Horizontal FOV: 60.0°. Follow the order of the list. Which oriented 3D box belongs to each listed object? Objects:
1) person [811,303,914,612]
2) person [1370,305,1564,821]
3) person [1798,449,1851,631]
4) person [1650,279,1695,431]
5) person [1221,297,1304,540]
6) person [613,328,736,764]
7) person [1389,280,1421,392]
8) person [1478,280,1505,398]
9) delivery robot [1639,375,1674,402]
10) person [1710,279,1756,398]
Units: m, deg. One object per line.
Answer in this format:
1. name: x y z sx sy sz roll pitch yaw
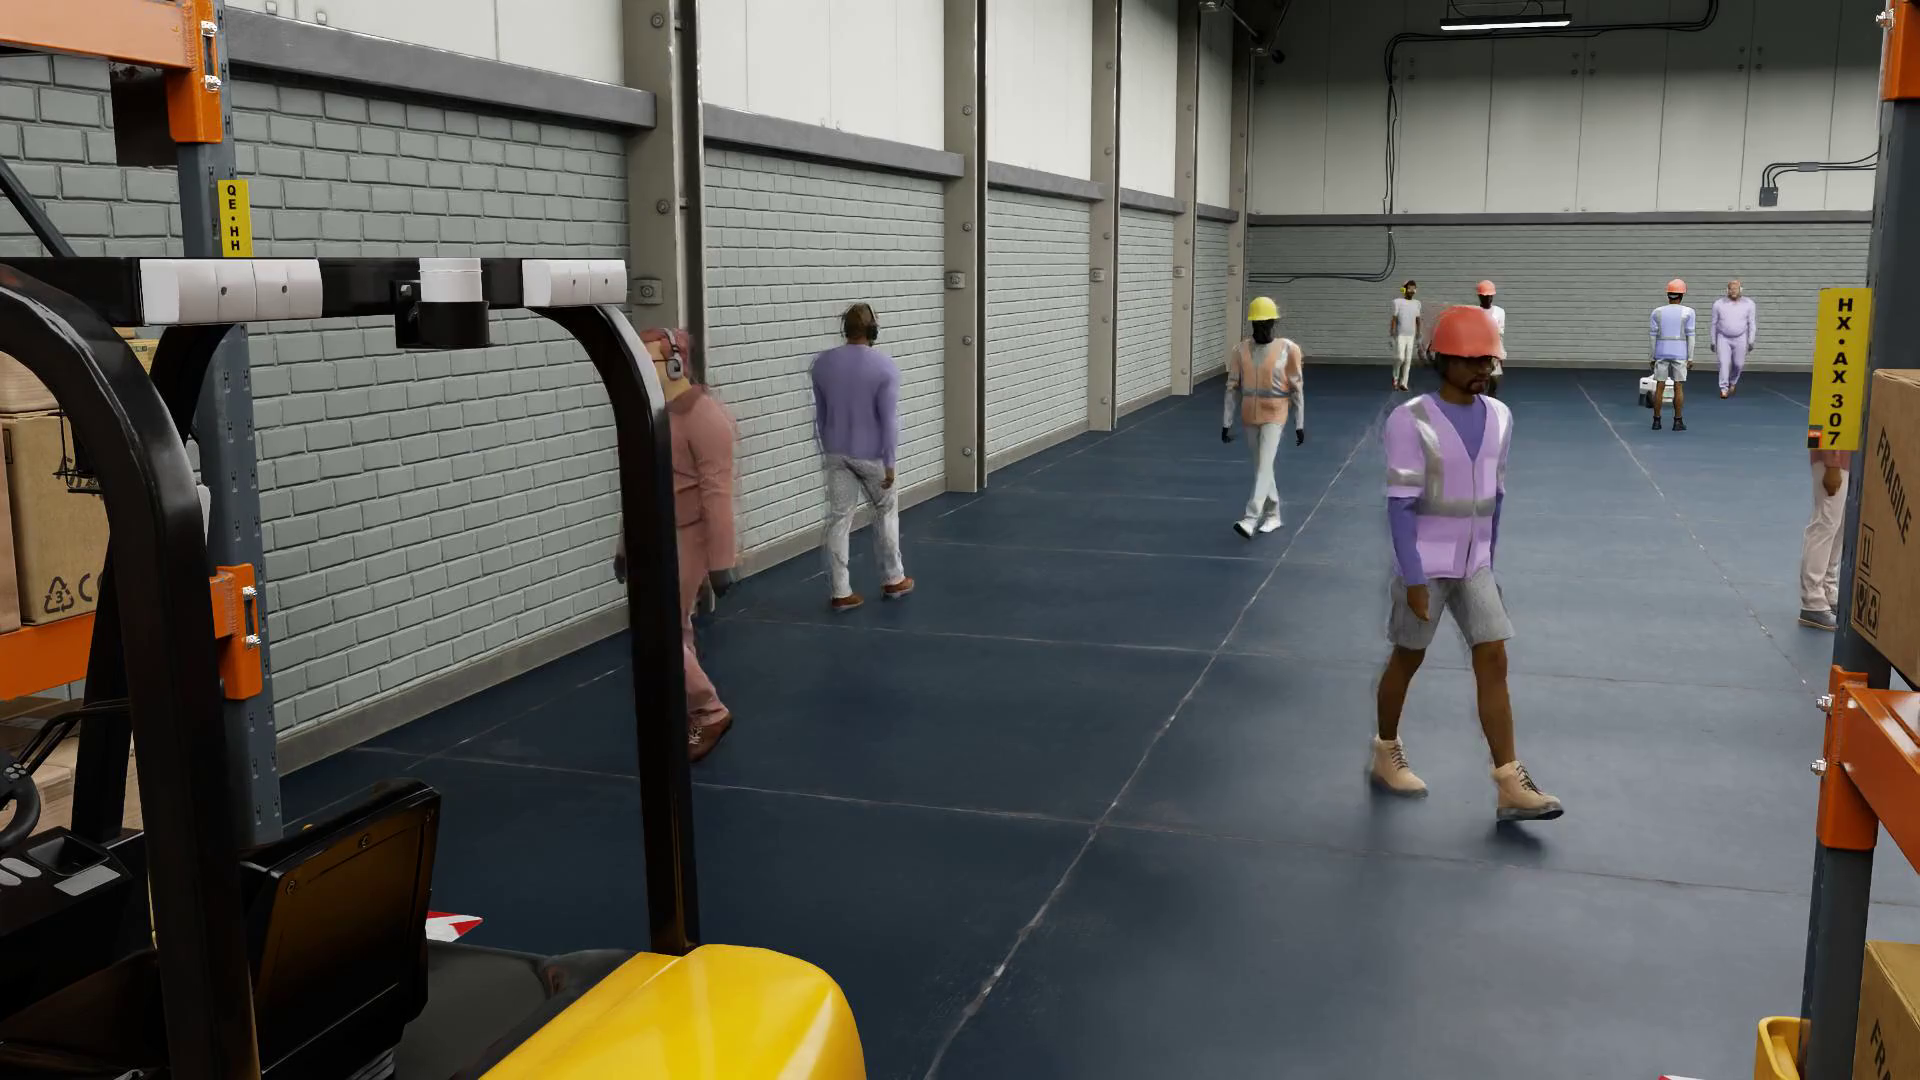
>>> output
1. person: -0.594 -0.532 10.519 0.634 1.909 0.867 4 10 21
2. person: 1.966 0.102 6.463 0.624 1.992 1.029 -4 10 -22
3. person: 5.258 -0.471 9.876 0.389 1.995 0.612 9 13 44
4. person: 9.141 -2.370 21.362 0.544 1.939 0.355 6 11 33
5. person: 2.323 -0.946 13.024 0.615 1.878 0.976 7 12 37
6. person: -1.262 0.043 7.117 0.443 1.889 0.656 -6 12 -34
7. person: 7.425 -3.390 27.675 0.563 1.856 0.396 -2 10 -14
8. person: 6.868 -2.428 21.764 0.564 1.914 0.585 0 10 -2
9. delivery robot: 10.392 -2.290 24.712 0.477 0.478 0.707 0 10 0
10. person: 12.312 -3.212 26.535 0.651 1.880 0.765 4 10 21
